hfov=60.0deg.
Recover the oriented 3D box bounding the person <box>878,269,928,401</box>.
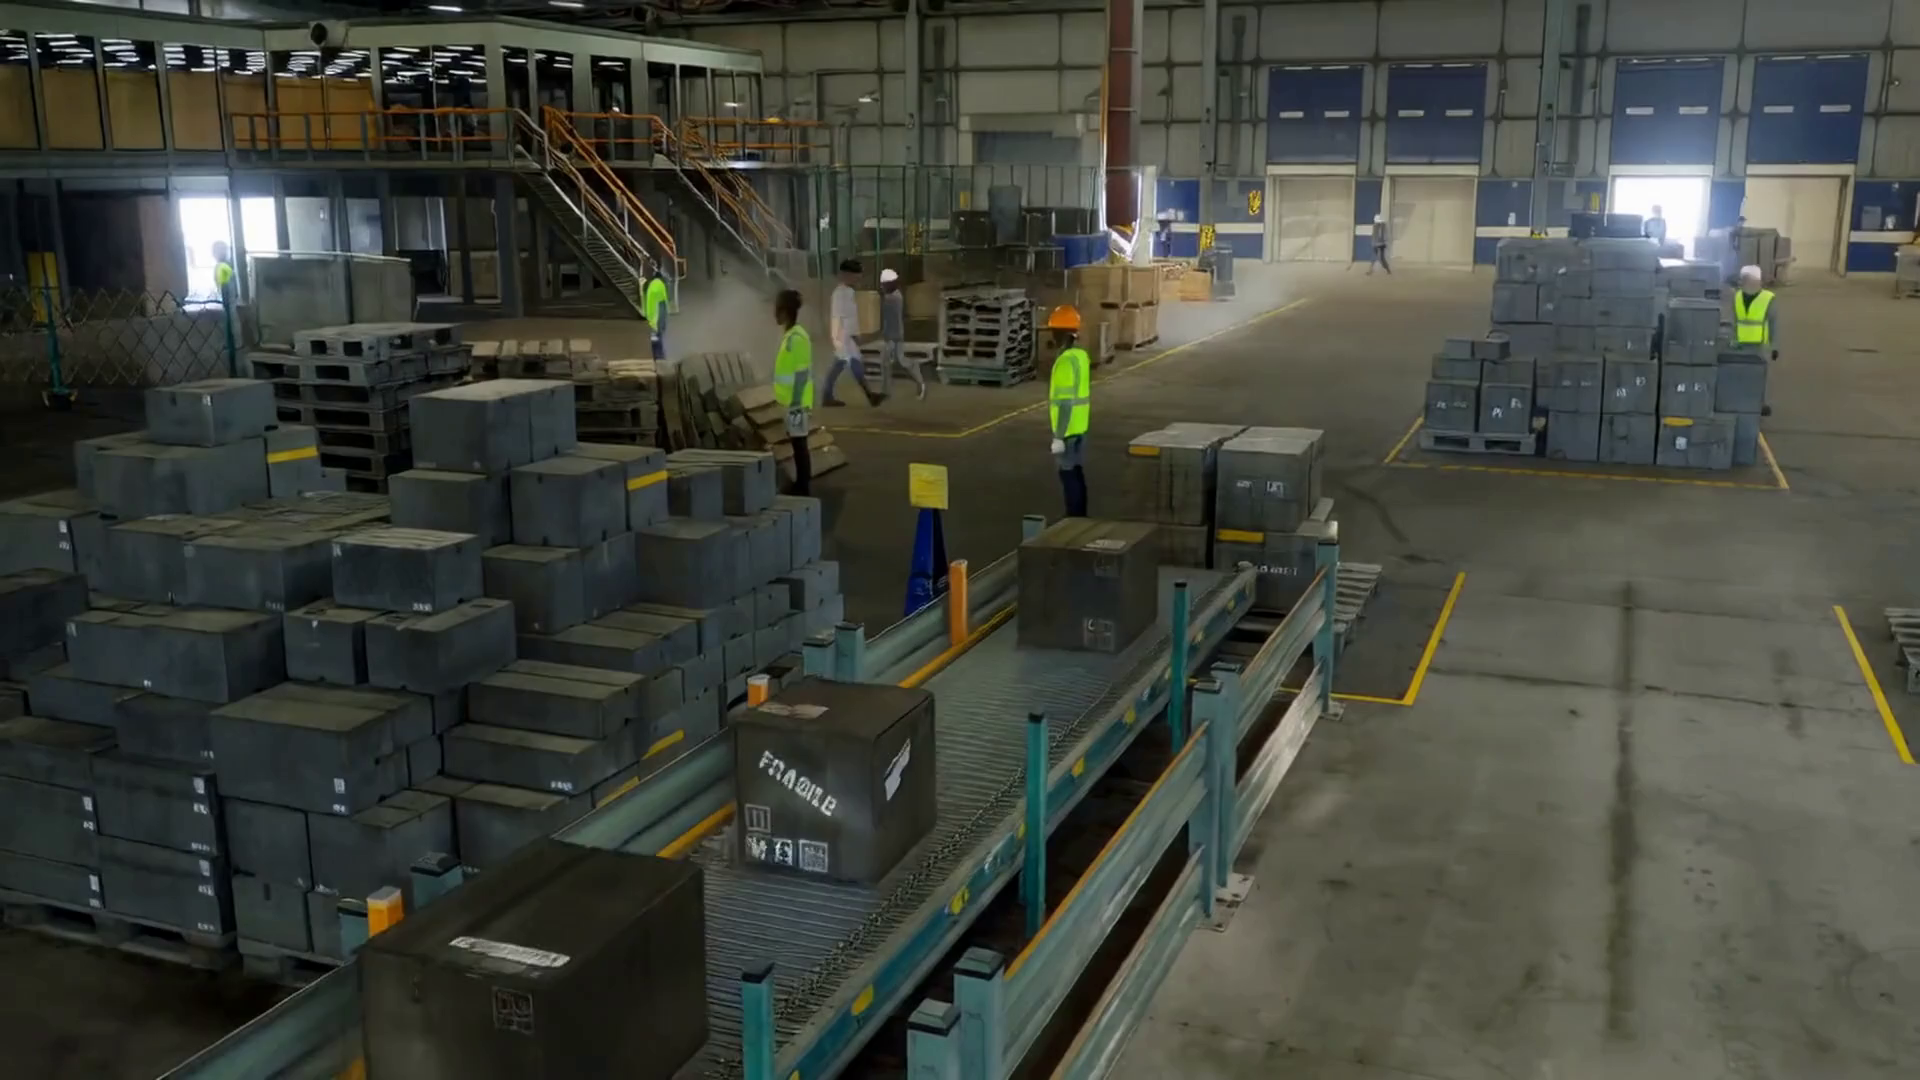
[{"bbox_3d":[-0.812,-2.659,21.702,0.721,1.746,0.531,7,14,29],"label":"person"}]

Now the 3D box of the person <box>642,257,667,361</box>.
[{"bbox_3d":[-4.083,-2.841,22.226,0.313,1.866,0.538,0,13,-2],"label":"person"}]

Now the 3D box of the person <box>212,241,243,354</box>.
[{"bbox_3d":[-12.085,-3.984,27.401,0.325,1.843,0.515,-1,13,-3],"label":"person"}]

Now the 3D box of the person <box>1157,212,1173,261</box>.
[{"bbox_3d":[6.322,-9.354,51.825,0.832,1.680,0.527,9,16,36],"label":"person"}]

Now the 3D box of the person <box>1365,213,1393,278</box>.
[{"bbox_3d":[11.845,-8.274,46.759,0.918,1.810,0.623,12,17,42],"label":"person"}]

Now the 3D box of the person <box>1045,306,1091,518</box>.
[{"bbox_3d":[0.851,-0.913,13.414,0.373,1.934,0.552,5,14,21],"label":"person"}]

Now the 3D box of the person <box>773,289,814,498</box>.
[{"bbox_3d":[-1.495,-1.269,14.946,0.374,1.966,0.608,-2,13,-8],"label":"person"}]

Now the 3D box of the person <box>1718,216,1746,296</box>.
[{"bbox_3d":[18.548,-6.799,39.885,0.463,1.912,0.585,10,16,38],"label":"person"}]

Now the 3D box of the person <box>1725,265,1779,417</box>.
[{"bbox_3d":[9.674,-2.398,20.243,0.960,1.878,0.597,-5,13,-21],"label":"person"}]

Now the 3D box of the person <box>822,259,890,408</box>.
[{"bbox_3d":[-1.330,-2.606,21.118,0.988,1.883,0.553,2,13,10],"label":"person"}]

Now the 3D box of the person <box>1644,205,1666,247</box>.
[{"bbox_3d":[19.846,-8.559,47.574,0.612,1.997,0.376,1,13,3],"label":"person"}]
